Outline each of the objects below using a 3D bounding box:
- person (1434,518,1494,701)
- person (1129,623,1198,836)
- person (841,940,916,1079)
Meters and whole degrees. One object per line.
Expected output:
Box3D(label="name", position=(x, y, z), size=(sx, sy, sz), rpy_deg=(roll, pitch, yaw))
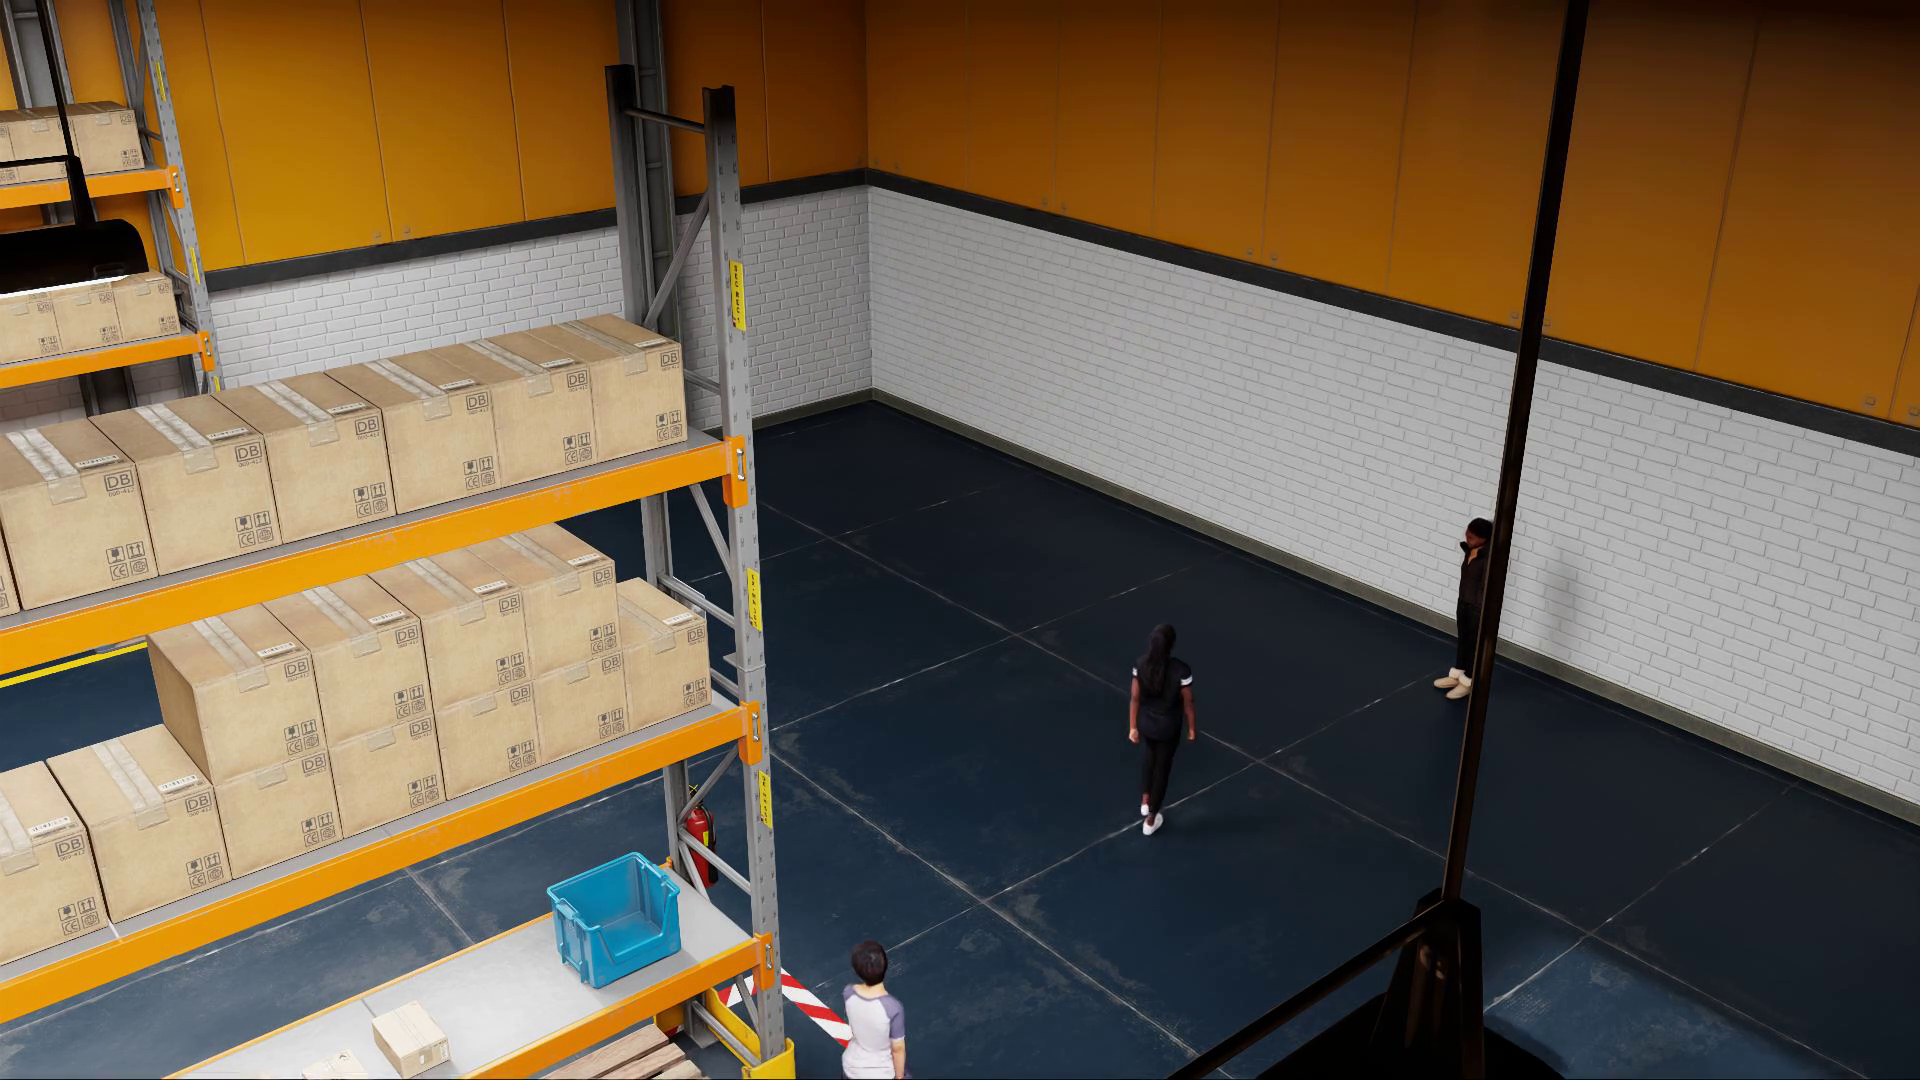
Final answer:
Box3D(label="person", position=(4.484, 0.567, 14.467), size=(0.709, 1.657, 0.659), rpy_deg=(-11, 26, -23))
Box3D(label="person", position=(1.467, 1.439, 12.401), size=(0.714, 1.715, 0.756), rpy_deg=(13, 27, 28))
Box3D(label="person", position=(-0.510, 2.949, 9.182), size=(0.822, 1.526, 1.007), rpy_deg=(12, 26, 25))
